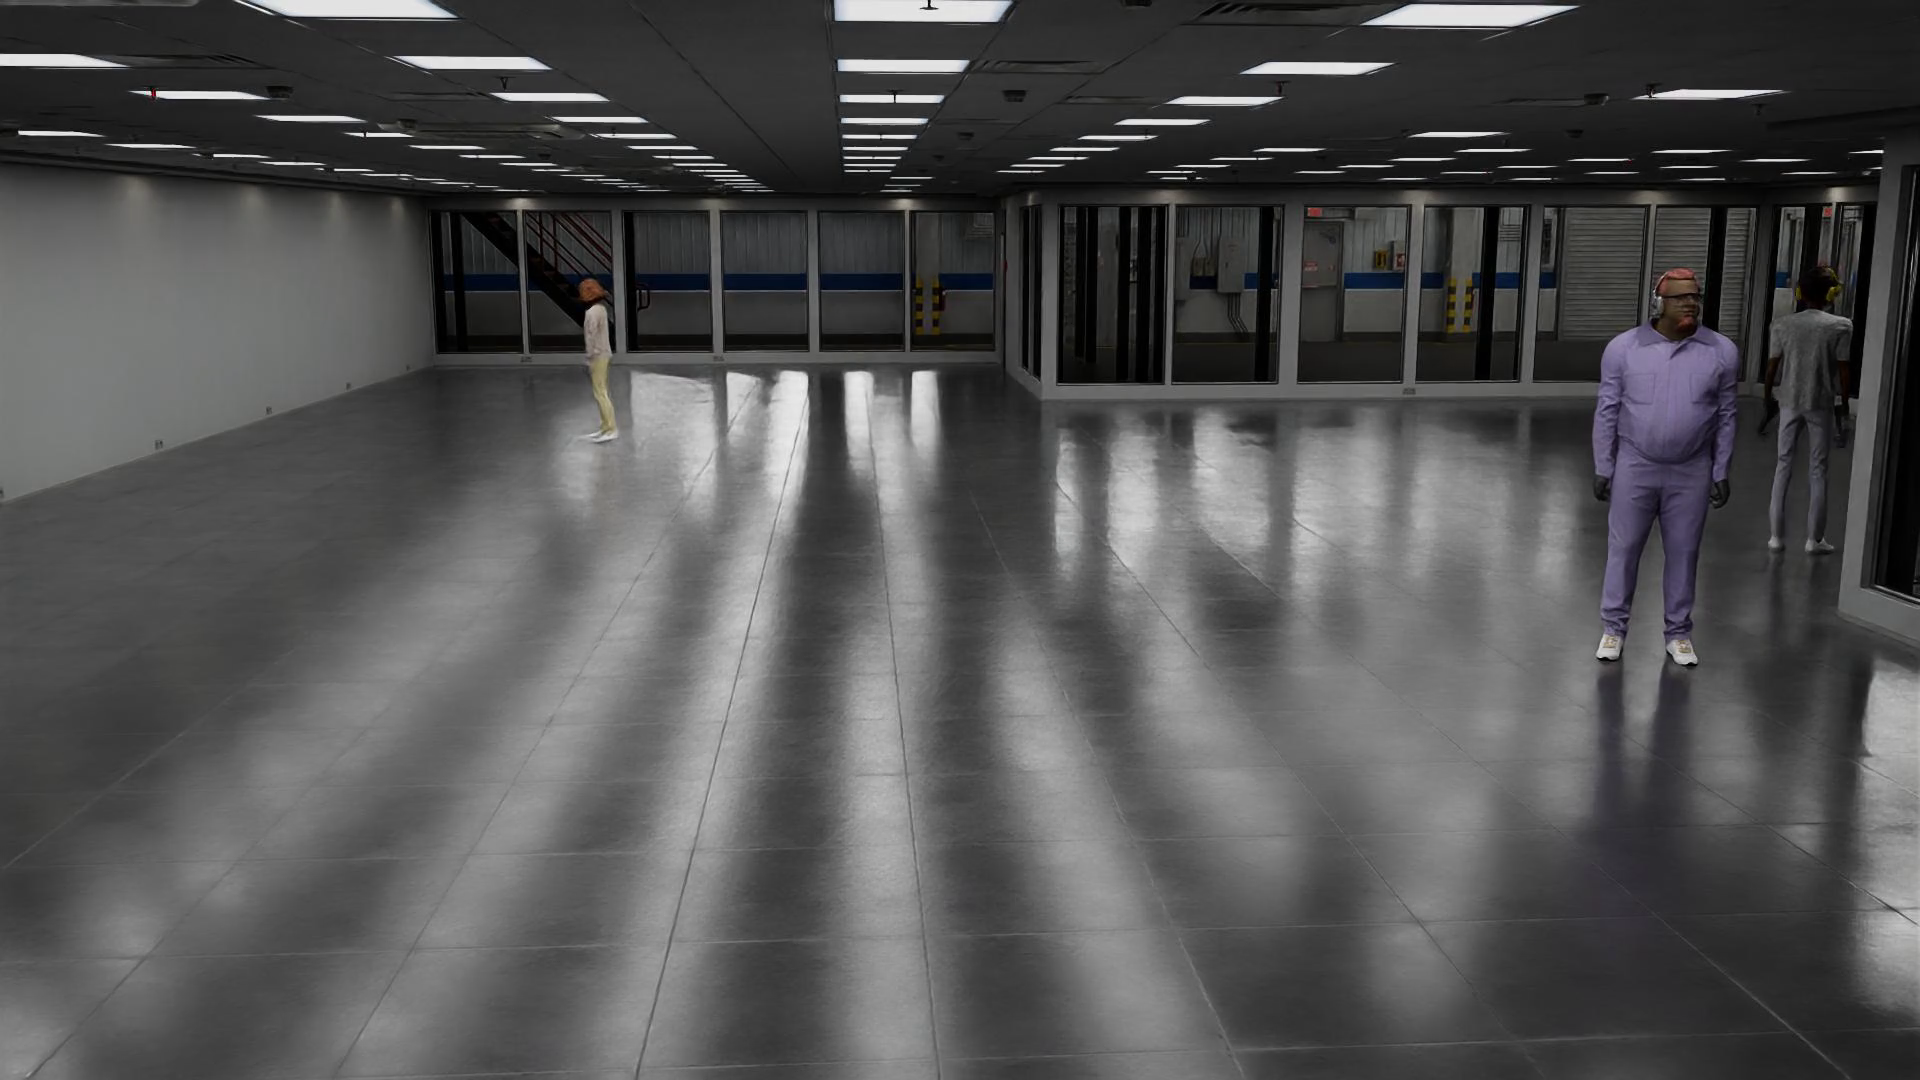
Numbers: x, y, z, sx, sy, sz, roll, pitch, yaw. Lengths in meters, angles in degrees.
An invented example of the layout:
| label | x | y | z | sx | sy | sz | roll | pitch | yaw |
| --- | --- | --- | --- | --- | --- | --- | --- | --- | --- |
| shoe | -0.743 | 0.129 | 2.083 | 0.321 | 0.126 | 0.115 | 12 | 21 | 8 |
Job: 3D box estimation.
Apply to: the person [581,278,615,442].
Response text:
| label | x | y | z | sx | sy | sz | roll | pitch | yaw |
| --- | --- | --- | --- | --- | --- | --- | --- | --- | --- |
| person | -3.619 | -1.798 | 16.626 | 0.271 | 1.630 | 0.506 | 0 | 11 | 1 |

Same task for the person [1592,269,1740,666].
| label | x | y | z | sx | sy | sz | roll | pitch | yaw |
| --- | --- | --- | --- | --- | --- | --- | --- | --- | --- |
| person | 3.394 | -0.343 | 8.040 | 0.651 | 1.907 | 0.409 | 3 | 11 | 15 |

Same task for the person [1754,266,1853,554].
| label | x | y | z | sx | sy | sz | roll | pitch | yaw |
| --- | --- | --- | --- | --- | --- | --- | --- | --- | --- |
| person | 5.511 | -0.841 | 10.864 | 0.605 | 1.864 | 0.357 | 8 | 13 | 37 |
